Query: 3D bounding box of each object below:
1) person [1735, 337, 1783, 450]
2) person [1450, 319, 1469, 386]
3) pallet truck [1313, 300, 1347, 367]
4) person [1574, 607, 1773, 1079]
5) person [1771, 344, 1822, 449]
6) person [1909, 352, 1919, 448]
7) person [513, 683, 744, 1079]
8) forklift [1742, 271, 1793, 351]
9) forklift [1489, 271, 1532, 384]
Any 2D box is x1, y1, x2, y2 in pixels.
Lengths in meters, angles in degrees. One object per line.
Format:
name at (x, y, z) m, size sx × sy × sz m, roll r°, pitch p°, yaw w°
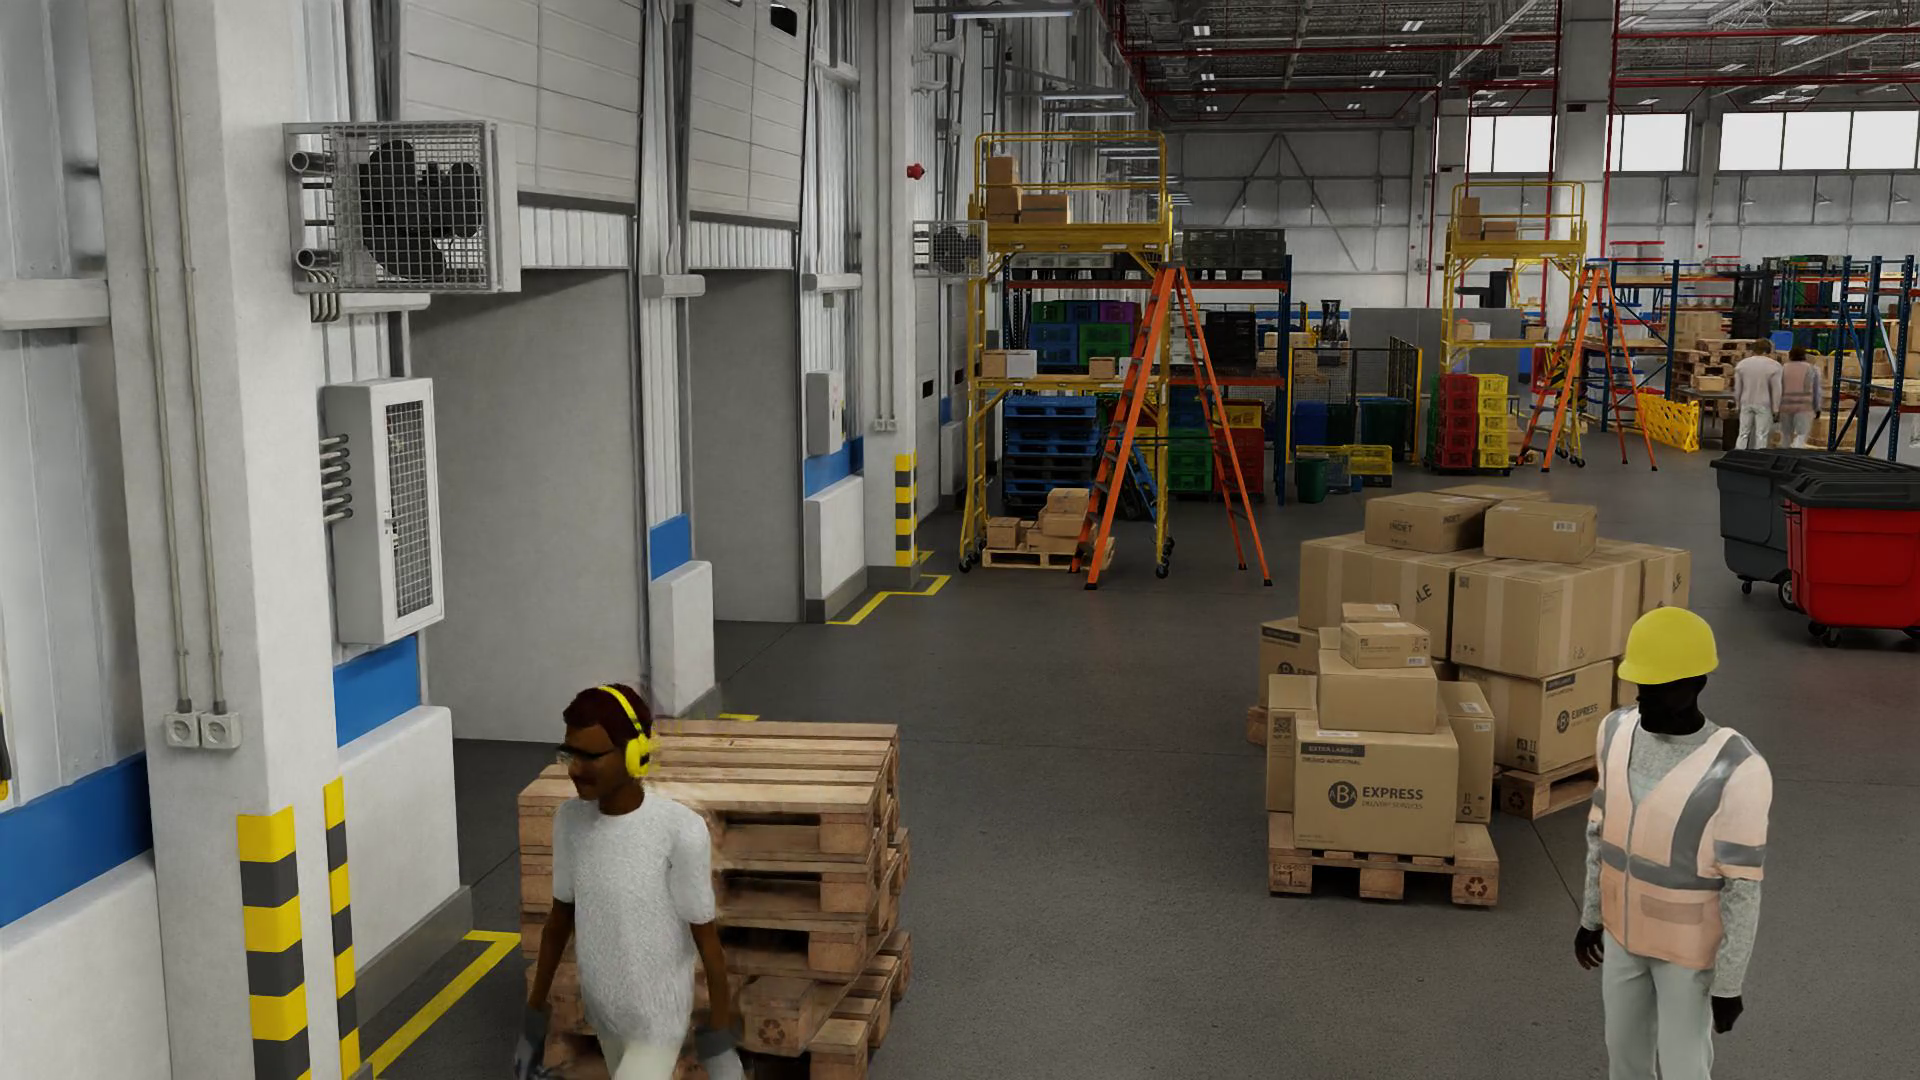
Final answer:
person at (11.008, -1.831, 22.978) m, size 0.361 × 1.934 × 0.631 m, roll -8°, pitch 12°, yaw -42°
person at (9.489, -3.225, 31.587) m, size 0.372 × 1.928 × 0.543 m, roll -4°, pitch 10°, yaw -23°
pallet truck at (11.159, -6.200, 49.718) m, size 0.823 × 1.965 × 1.885 m, roll 4°, pitch 10°, yaw 26°
person at (2.003, 1.129, 4.773) m, size 0.394 × 1.918 × 0.588 m, roll -4°, pitch 10°, yaw -23°
person at (11.758, -1.849, 23.434) m, size 0.648 × 1.820 × 0.693 m, roll 8°, pitch 12°, yaw 39°
person at (15.519, -2.340, 26.728) m, size 0.321 × 1.736 × 0.488 m, roll 4°, pitch 10°, yaw 25°
person at (-0.907, 1.267, 4.183) m, size 0.565 × 1.818 × 0.958 m, roll 7°, pitch 11°, yaw 37°
forklift at (22.978, -6.355, 47.962) m, size 1.873 × 2.768 × 1.129 m, roll -3°, pitch 10°, yaw -17°
forklift at (13.424, -5.322, 41.592) m, size 1.873 × 2.768 × 1.129 m, roll 1°, pitch 9°, yaw 9°
